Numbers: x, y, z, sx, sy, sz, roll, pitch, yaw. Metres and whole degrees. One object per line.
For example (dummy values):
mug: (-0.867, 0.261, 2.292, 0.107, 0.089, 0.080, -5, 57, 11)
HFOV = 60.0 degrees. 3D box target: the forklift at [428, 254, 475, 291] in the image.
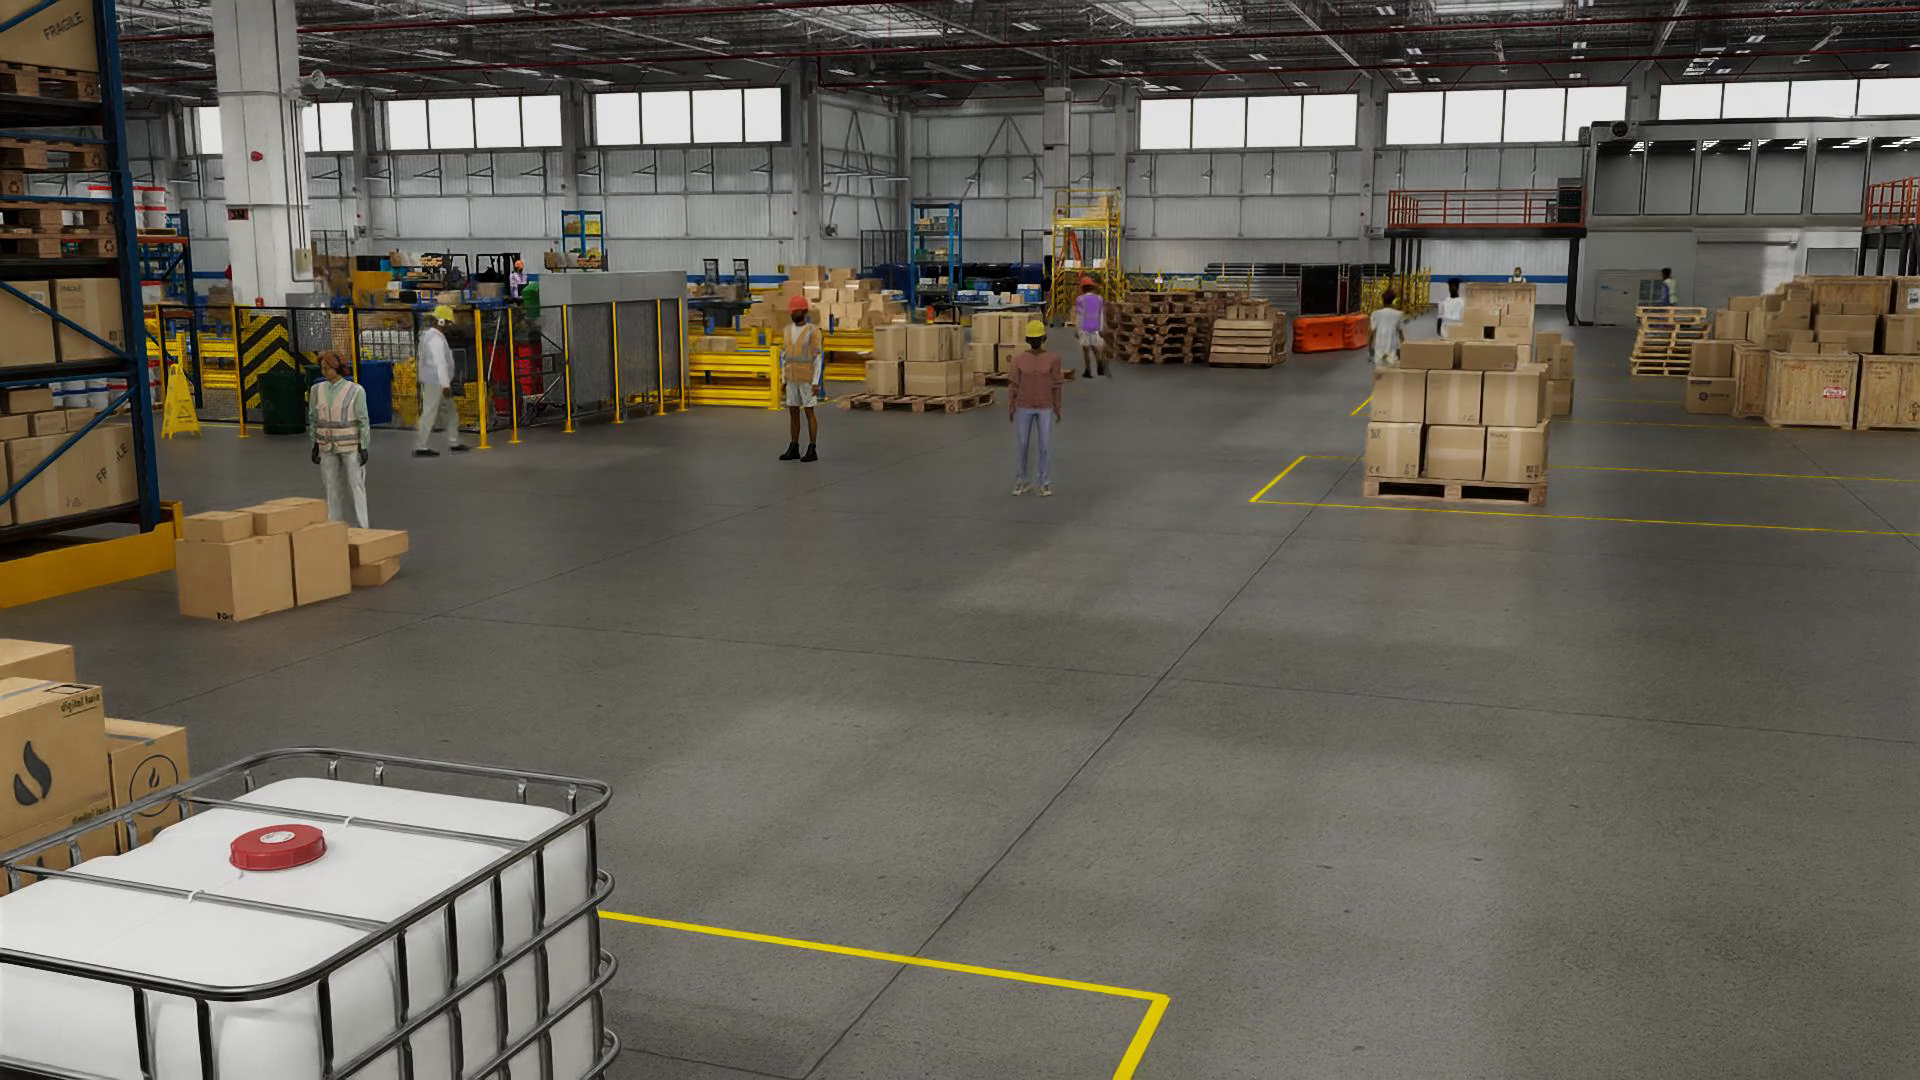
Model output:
forklift: (-20.133, -10.254, 65.465, 1.157, 1.987, 2.680, 3, 11, 19)

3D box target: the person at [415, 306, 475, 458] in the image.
person: (-6.126, -1.871, 19.701, 0.811, 1.774, 0.704, -4, 11, -21)

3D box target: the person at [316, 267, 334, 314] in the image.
person: (-17.698, -6.684, 46.517, 0.604, 1.887, 0.677, -4, 11, -21)

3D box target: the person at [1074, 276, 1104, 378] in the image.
person: (2.420, -3.997, 31.305, 0.554, 1.912, 0.517, -4, 11, -22)

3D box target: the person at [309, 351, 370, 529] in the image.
person: (-5.118, -0.741, 13.734, 0.523, 1.639, 0.315, 2, 10, 10)

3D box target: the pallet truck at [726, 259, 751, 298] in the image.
pallet truck: (-7.986, -9.493, 62.019, 0.823, 1.965, 1.885, 3, 11, 17)

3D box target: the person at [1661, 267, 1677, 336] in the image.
person: (18.936, -6.331, 44.443, 0.394, 1.914, 0.598, 9, 13, 41)

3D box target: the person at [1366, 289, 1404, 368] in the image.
person: (6.388, -2.842, 25.023, 0.539, 1.850, 0.524, 2, 10, 11)

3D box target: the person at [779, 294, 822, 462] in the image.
person: (-1.854, -1.870, 19.257, 0.543, 1.938, 0.356, 6, 12, 31)

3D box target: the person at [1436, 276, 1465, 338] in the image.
person: (8.846, -3.747, 29.802, 0.624, 1.944, 0.609, 5, 11, 28)

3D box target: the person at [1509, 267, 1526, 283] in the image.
person: (16.817, -7.330, 50.270, 0.517, 1.842, 0.325, 4, 11, 20)

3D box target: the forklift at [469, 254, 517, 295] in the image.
forklift: (-17.990, -10.121, 64.684, 1.157, 1.987, 2.680, 3, 11, 17)

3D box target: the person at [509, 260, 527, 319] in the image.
person: (-12.863, -7.140, 48.627, 0.364, 2.048, 0.611, 7, 12, 35)

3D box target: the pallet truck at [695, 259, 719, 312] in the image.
pallet truck: (-9.165, -9.627, 62.776, 0.823, 1.965, 1.885, 4, 11, 23)

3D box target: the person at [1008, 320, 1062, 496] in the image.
person: (0.749, -1.313, 16.606, 0.533, 1.767, 0.326, 0, 10, 1)
